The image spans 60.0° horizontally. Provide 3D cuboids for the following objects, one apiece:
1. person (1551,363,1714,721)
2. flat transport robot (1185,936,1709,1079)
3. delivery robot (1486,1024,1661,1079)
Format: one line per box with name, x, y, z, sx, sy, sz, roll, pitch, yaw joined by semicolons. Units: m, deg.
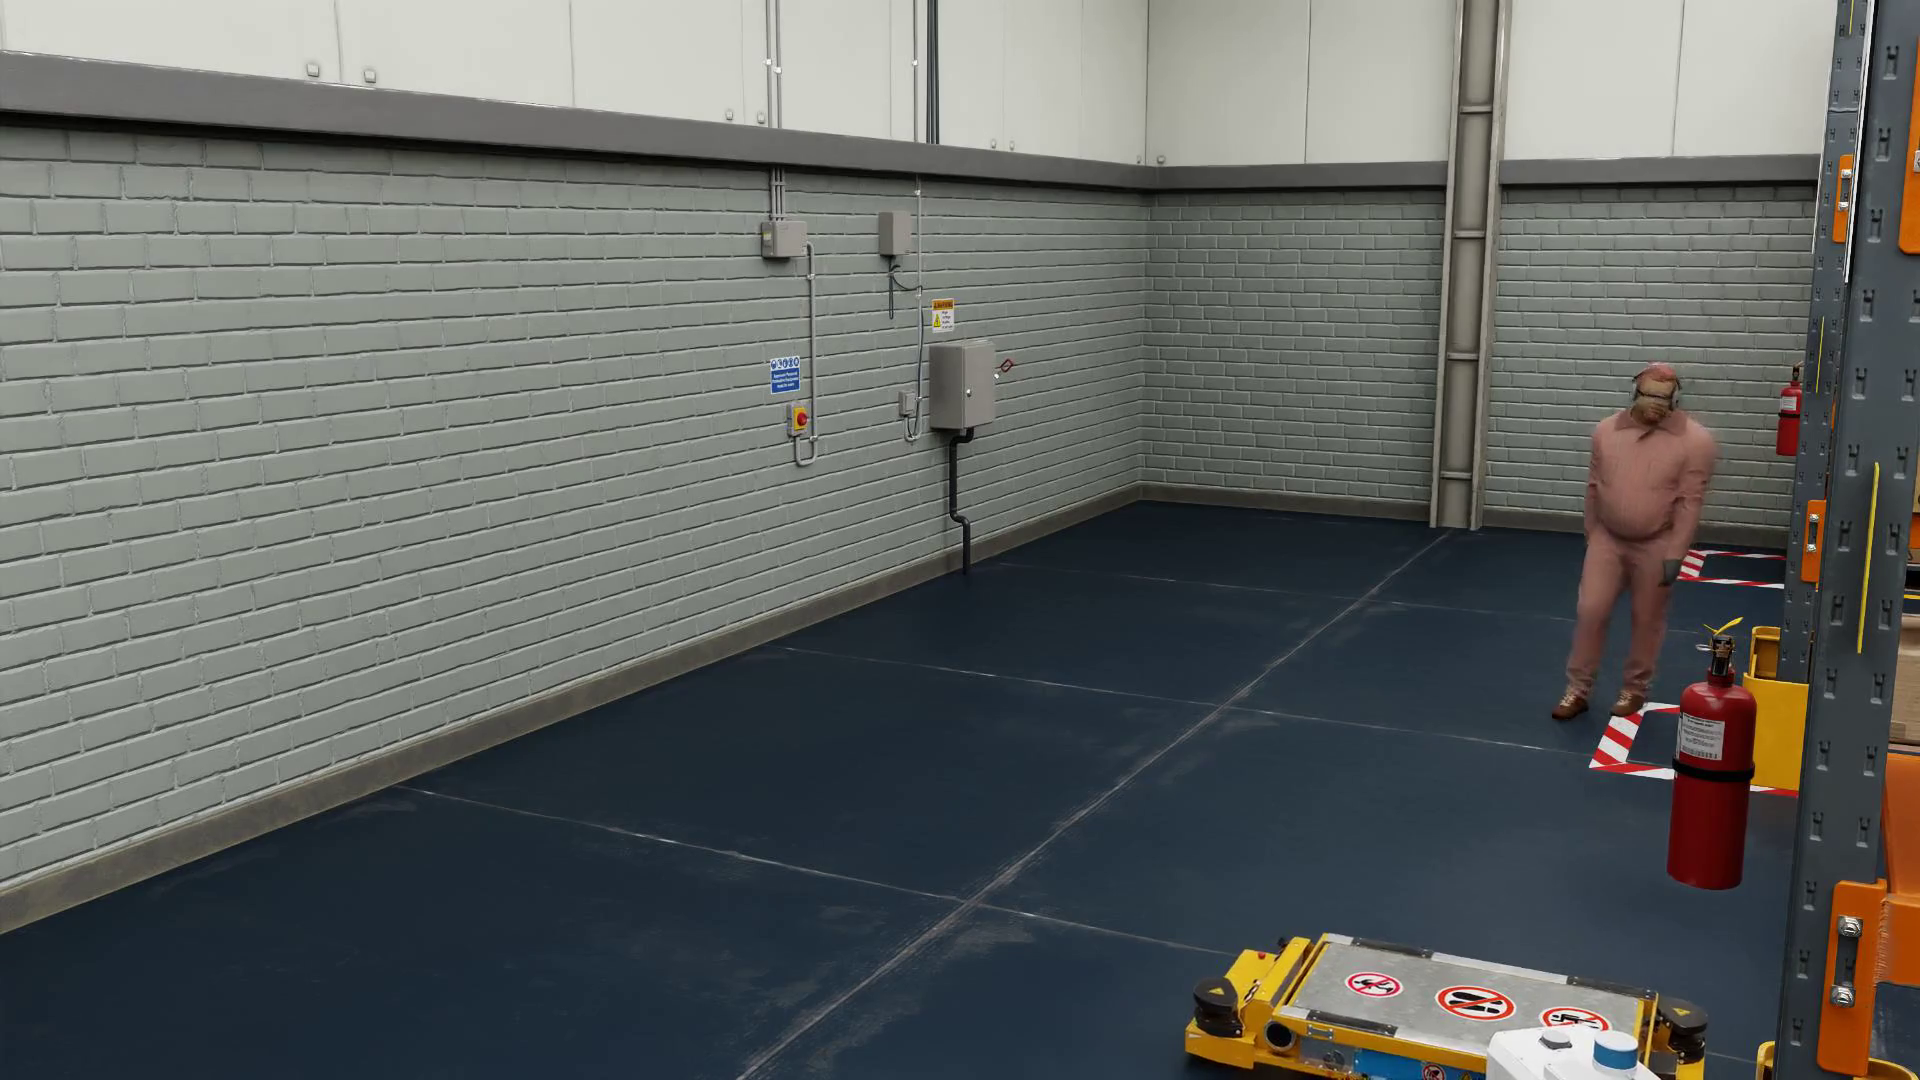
person;3.450;0.037;8.515;0.659;1.866;0.746;8;13;39
flat transport robot;1.467;1.475;5.029;1.431;0.197;0.652;5;12;25
delivery robot;1.604;1.456;4.103;0.477;0.478;0.707;-2;11;-11
